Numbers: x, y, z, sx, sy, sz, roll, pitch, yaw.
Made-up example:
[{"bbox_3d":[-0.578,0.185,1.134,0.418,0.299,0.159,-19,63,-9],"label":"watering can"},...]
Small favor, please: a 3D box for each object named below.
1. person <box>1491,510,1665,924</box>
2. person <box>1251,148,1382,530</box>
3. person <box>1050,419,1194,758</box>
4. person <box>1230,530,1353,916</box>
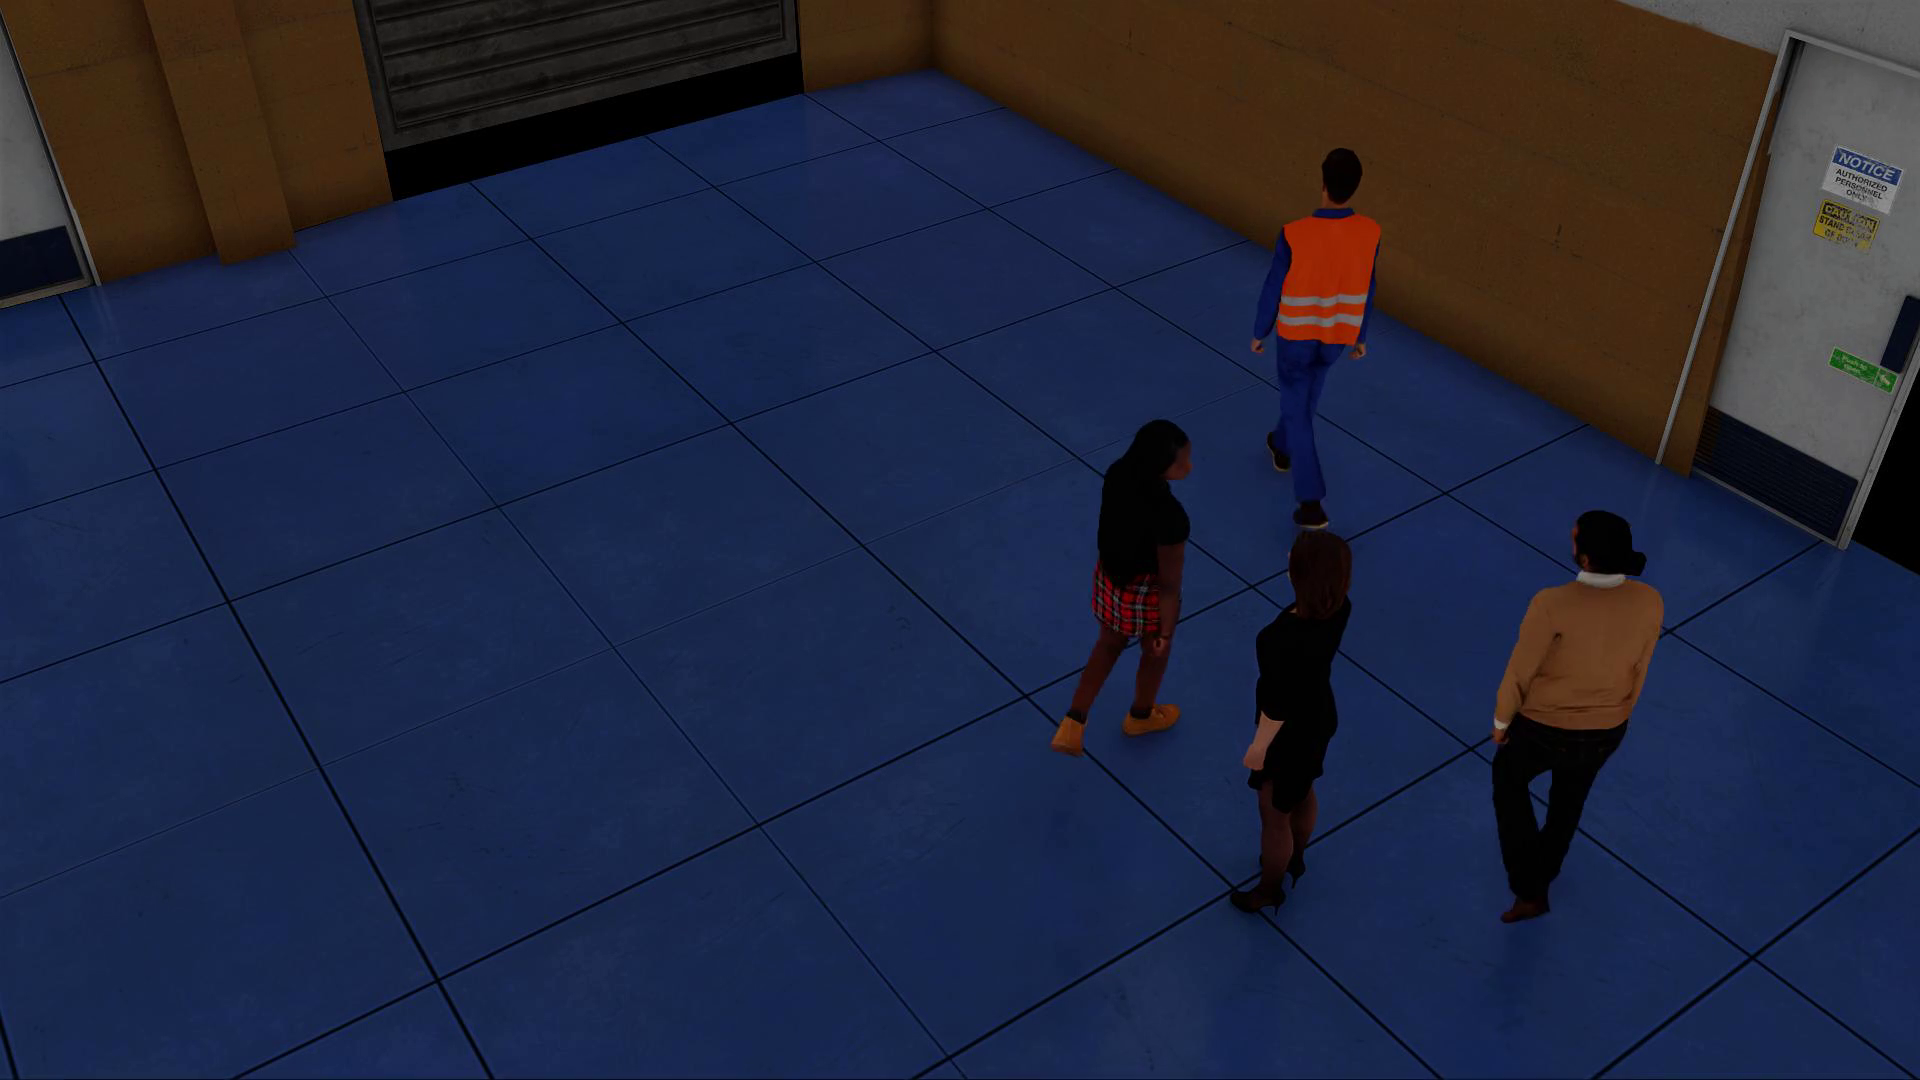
[{"bbox_3d":[2.128,0.687,5.786,0.949,1.736,0.974,0,37,-1],"label":"person"},{"bbox_3d":[1.677,-0.903,7.829,1.241,1.827,1.107,-6,37,-8],"label":"person"},{"bbox_3d":[0.635,0.272,6.385,0.688,1.680,0.989,29,46,33],"label":"person"},{"bbox_3d":[1.172,0.664,5.828,0.699,1.706,0.531,25,44,30],"label":"person"}]
